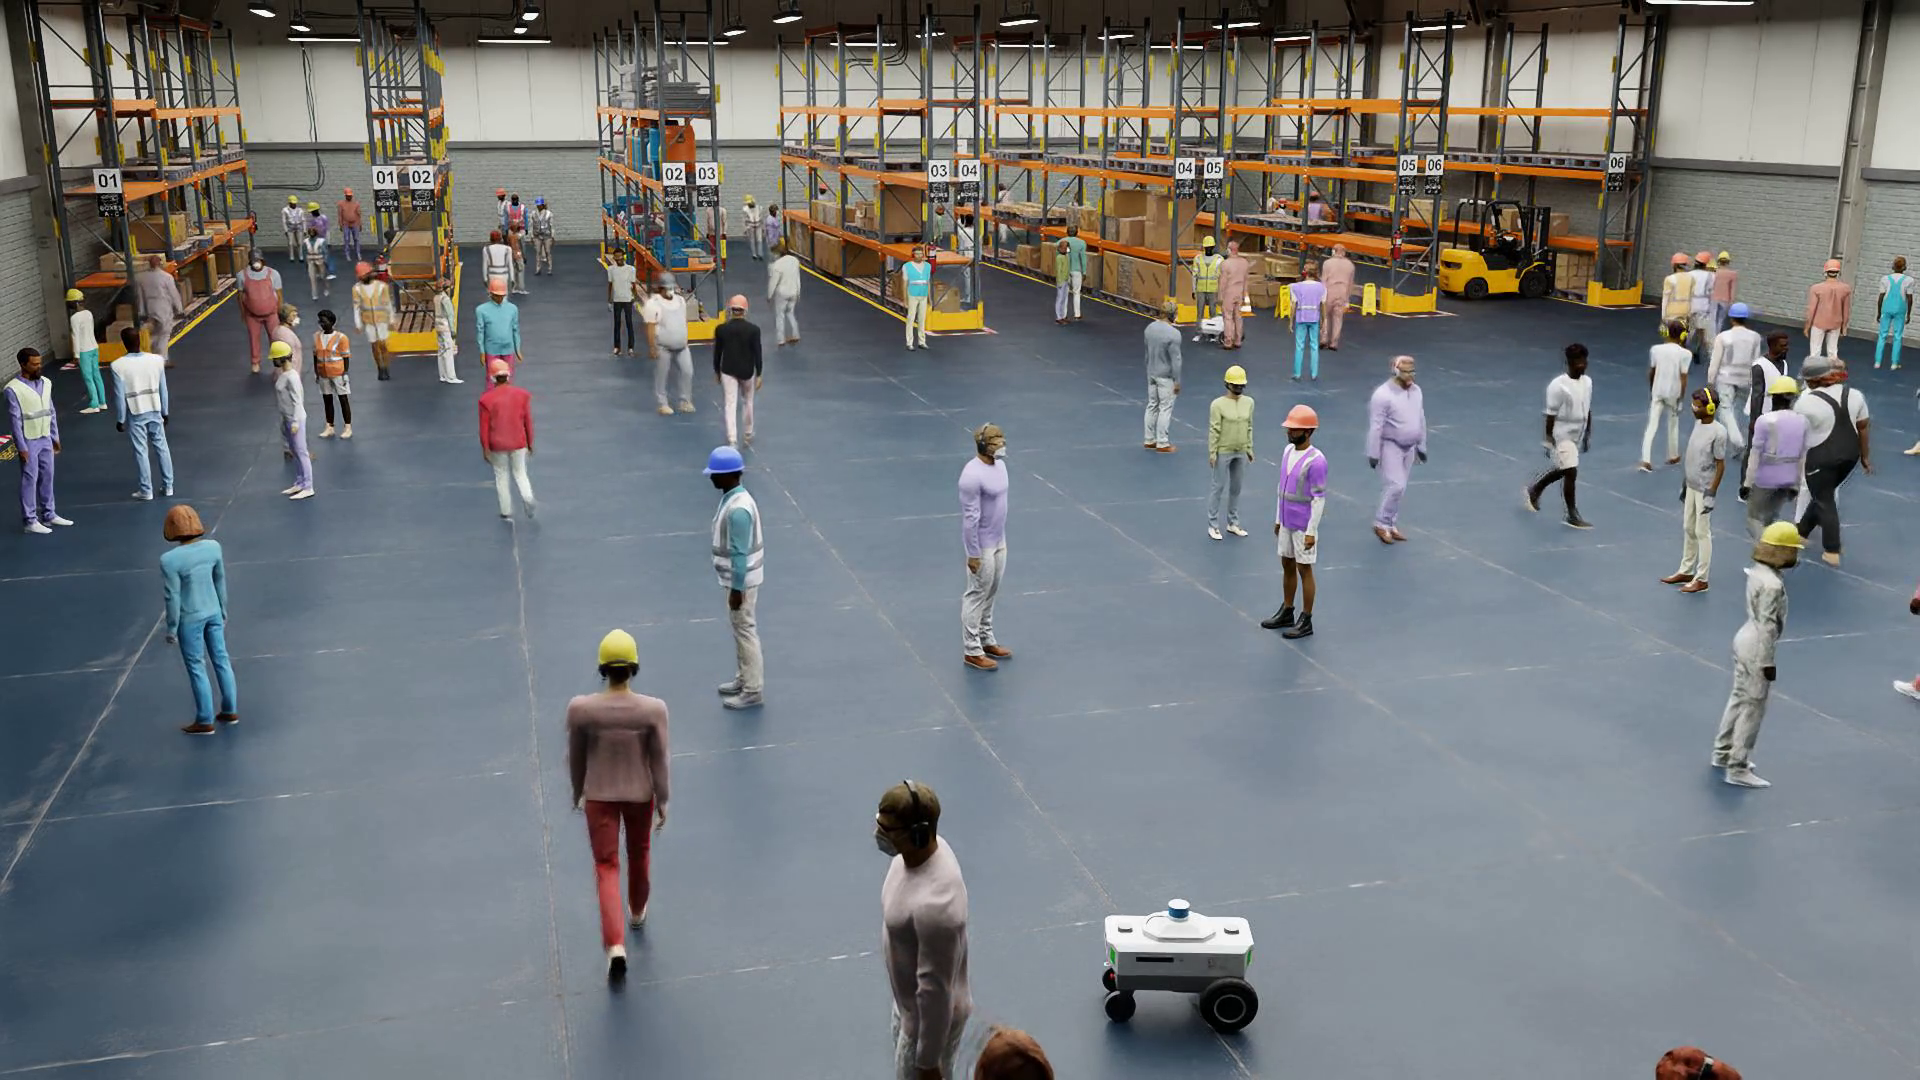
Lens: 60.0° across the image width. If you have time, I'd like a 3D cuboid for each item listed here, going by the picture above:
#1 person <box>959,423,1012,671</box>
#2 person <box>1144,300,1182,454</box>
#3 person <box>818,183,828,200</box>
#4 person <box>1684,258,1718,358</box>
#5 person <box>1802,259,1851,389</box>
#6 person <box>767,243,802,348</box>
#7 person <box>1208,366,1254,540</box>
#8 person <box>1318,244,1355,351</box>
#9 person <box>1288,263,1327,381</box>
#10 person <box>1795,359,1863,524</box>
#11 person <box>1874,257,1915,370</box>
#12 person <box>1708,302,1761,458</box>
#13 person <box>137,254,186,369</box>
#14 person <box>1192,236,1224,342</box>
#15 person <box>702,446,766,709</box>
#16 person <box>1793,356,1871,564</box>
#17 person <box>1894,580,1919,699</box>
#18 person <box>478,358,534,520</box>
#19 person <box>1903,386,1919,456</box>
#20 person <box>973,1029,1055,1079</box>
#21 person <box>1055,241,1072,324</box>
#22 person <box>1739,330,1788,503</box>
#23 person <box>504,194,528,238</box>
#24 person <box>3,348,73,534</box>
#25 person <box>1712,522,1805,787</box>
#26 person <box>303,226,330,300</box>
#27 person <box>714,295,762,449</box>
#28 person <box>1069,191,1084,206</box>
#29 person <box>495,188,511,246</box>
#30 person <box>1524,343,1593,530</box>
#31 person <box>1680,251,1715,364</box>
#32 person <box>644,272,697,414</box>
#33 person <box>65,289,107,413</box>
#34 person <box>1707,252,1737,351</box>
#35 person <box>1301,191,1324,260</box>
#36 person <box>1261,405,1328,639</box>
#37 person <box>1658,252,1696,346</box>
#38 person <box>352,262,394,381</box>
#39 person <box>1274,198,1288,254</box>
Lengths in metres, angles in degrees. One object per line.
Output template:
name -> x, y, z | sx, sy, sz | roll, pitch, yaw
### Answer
person -> 0.207, 0.038, 12.988 | 0.357, 1.938, 0.637 | 6, 16, 23
person -> 2.543, -2.031, 20.809 | 0.383, 1.928, 0.635 | -9, 18, -32
person -> -4.120, -9.658, 49.503 | 0.397, 1.924, 0.652 | 2, 15, 8
person -> 12.763, -3.974, 28.531 | 0.488, 1.710, 0.776 | -9, 18, -32
person -> 13.174, -3.267, 25.319 | 0.622, 1.992, 0.397 | 1, 15, 5
person -> -3.107, -4.365, 29.688 | 0.437, 1.888, 0.747 | 13, 20, 40
person -> 2.748, -0.883, 16.788 | 0.533, 1.767, 0.324 | -7, 17, -26
person -> 6.625, -4.297, 29.441 | 0.687, 1.868, 0.577 | -3, 15, -10
person -> 5.473, -3.423, 26.199 | 0.575, 1.839, 0.375 | 0, 15, 2
person -> 8.691, -0.898, 16.714 | 0.560, 1.836, 0.394 | 10, 18, 33
person -> 15.339, -3.723, 27.321 | 0.508, 1.847, 0.345 | 11, 18, 35
person -> 9.621, -1.986, 20.648 | 0.608, 1.923, 0.886 | -3, 15, -9
person -> -13.115, -3.758, 27.391 | 0.639, 1.883, 0.611 | 5, 16, 17
person -> 4.528, -4.585, 30.410 | 0.588, 1.927, 0.371 | 4, 15, 15
person -> -1.643, 0.265, 12.152 | 0.421, 1.938, 0.604 | -4, 15, -13
person -> 8.324, -0.840, 16.098 | 0.756, 2.000, 0.961 | -4, 15, -14
person -> 7.188, 0.375, 11.862 | 0.627, 1.875, 1.002 | -4, 15, -15
person -> -4.732, -1.030, 17.389 | 0.574, 1.731, 0.550 | -9, 17, -29
person -> 11.992, -1.829, 20.479 | 0.318, 1.697, 0.535 | -1, 15, -4
person -> 0.187, 2.272, 5.226 | 0.497, 1.595, 0.765 | -9, 17, -31
person -> 2.050, -5.104, 32.923 | 0.279, 1.633, 0.501 | 7, 16, 24
person -> 8.839, -1.353, 18.263 | 0.588, 1.920, 0.392 | -12, 19, -38
person -> -11.994, -8.417, 44.988 | 0.627, 1.846, 0.429 | -3, 15, -13
person -> -9.495, -1.026, 17.060 | 0.396, 1.910, 0.587 | 2, 15, 9
person -> 5.193, 0.726, 10.803 | 0.373, 1.732, 0.489 | 5, 16, 17
person -> -14.289, -6.169, 36.969 | 0.523, 1.613, 0.712 | -1, 15, -6
person -> -2.844, -2.161, 21.294 | 0.637, 1.931, 1.083 | 0, 15, 0
person -> 3.311, -8.896, 46.860 | 0.523, 1.836, 0.595 | 2, 15, 7
person -> -12.721, -8.833, 46.397 | 0.557, 1.928, 0.399 | 13, 20, 41
person -> 6.296, -1.120, 17.391 | 0.614, 1.930, 0.893 | -10, 18, -33
person -> 12.364, -3.920, 27.994 | 0.544, 1.879, 0.841 | 7, 16, 25
person -> -4.038, -2.754, 23.300 | 0.699, 2.000, 0.721 | -14, 20, -41
person -> -12.406, -2.674, 23.547 | 0.338, 1.757, 0.518 | 0, 15, 1
person -> 13.382, -4.221, 29.421 | 0.535, 1.732, 0.833 | 3, 15, 10
person -> 9.299, -8.220, 44.000 | 0.616, 1.980, 1.082 | 1, 15, 3
person -> 2.771, -0.156, 13.715 | 0.354, 1.942, 0.545 | -7, 16, -23
person -> 11.736, -3.726, 27.201 | 0.550, 1.919, 0.539 | -2, 15, -8
person -> -9.210, -3.434, 26.137 | 0.558, 1.886, 0.712 | -2, 15, -8
person -> 8.670, -8.347, 44.895 | 0.326, 1.752, 0.560 | -1, 15, -6
